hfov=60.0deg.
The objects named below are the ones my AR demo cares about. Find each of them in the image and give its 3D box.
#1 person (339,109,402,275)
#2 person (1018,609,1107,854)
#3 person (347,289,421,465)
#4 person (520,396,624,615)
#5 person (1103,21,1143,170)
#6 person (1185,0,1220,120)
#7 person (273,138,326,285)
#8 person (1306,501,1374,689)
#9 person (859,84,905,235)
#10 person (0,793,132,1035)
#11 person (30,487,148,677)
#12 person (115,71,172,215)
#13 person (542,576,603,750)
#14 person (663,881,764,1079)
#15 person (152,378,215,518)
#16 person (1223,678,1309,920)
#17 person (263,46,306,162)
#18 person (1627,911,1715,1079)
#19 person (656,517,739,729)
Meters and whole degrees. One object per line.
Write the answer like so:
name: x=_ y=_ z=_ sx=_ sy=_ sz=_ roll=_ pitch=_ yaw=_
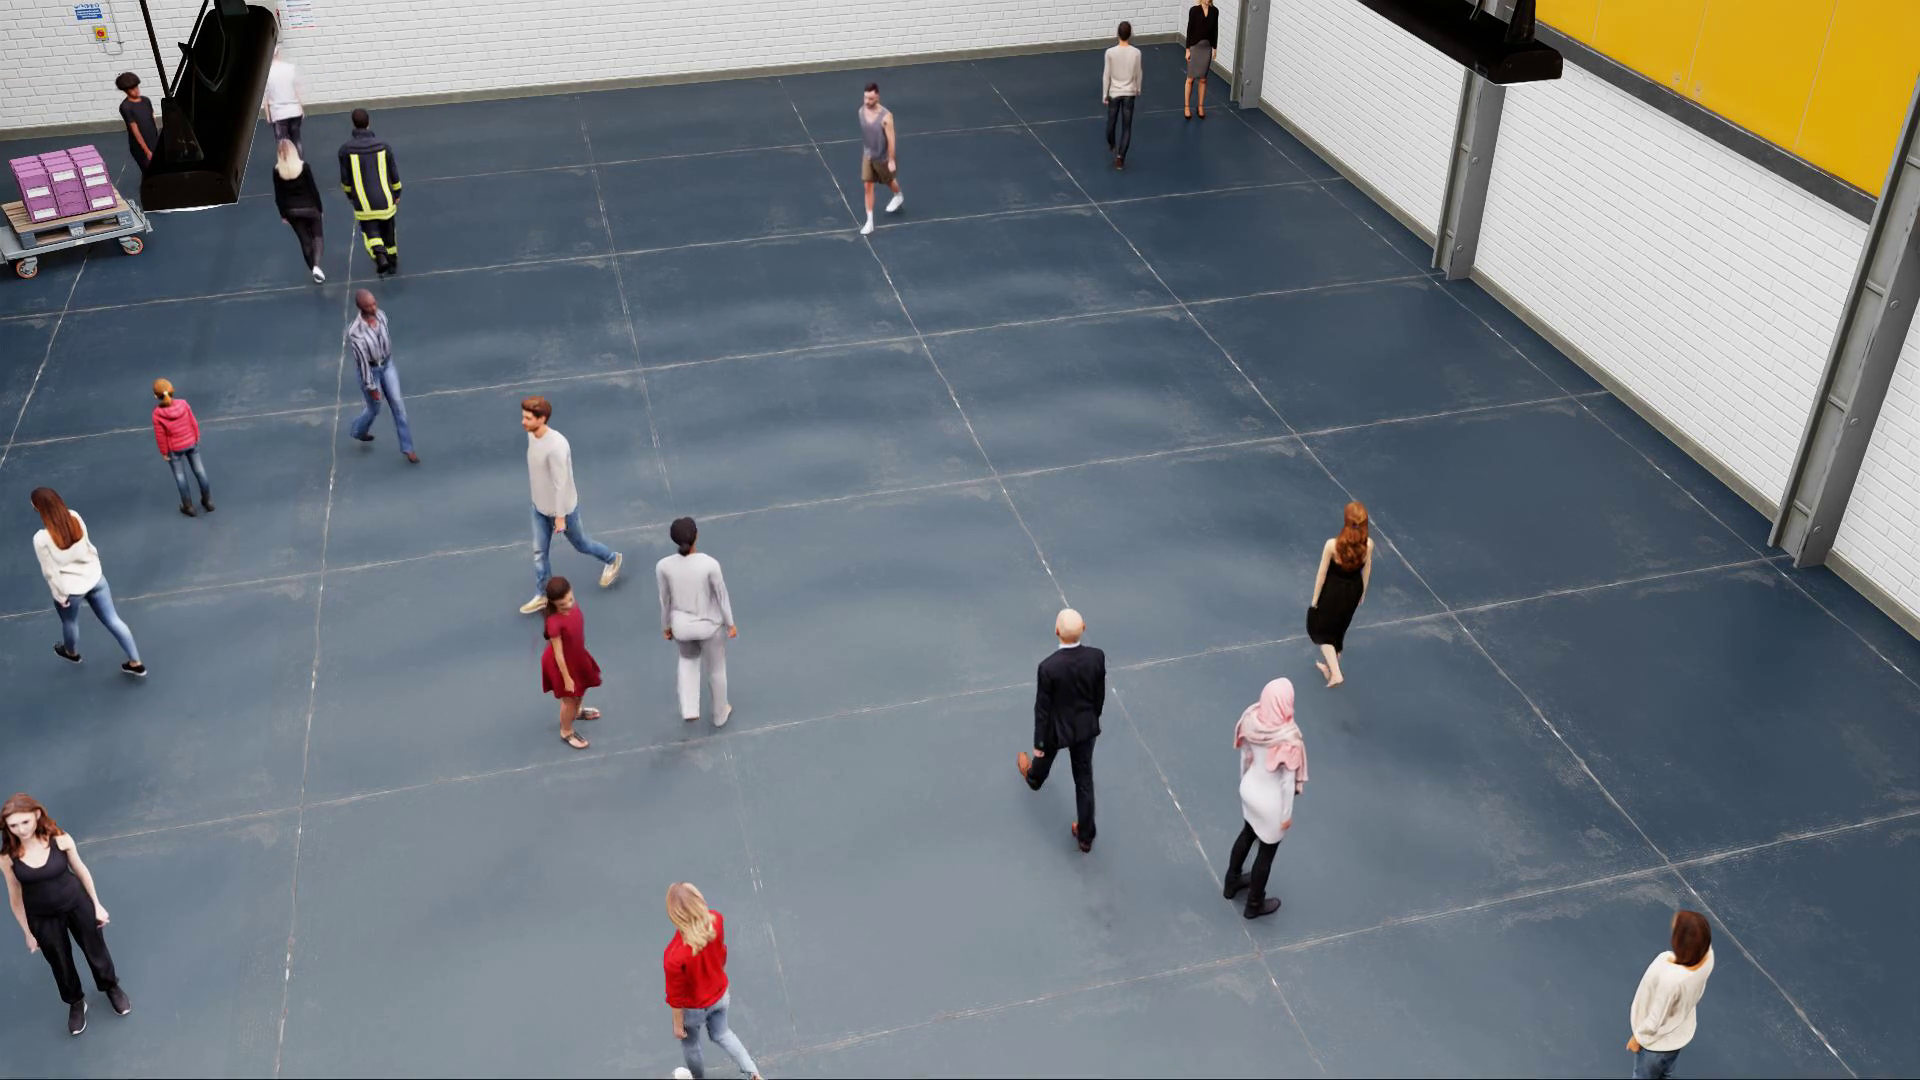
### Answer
person: x=-6.538 y=-3.822 z=18.532 sx=0.876 sy=1.912 sz=0.964 roll=-14 pitch=36 yaw=-20
person: x=0.751 y=1.294 z=10.976 sx=0.793 sy=1.755 sz=1.195 roll=-11 pitch=35 yaw=-17
person: x=-5.385 y=-1.500 z=15.186 sx=1.099 sy=1.749 sz=1.028 roll=15 pitch=36 yaw=21
person: x=-3.145 y=-0.309 z=13.284 sx=1.214 sy=1.871 sz=1.123 roll=28 pitch=42 yaw=35
person: x=2.092 y=-5.688 z=21.411 sx=0.919 sy=1.832 sz=1.183 roll=4 pitch=34 yaw=6
person: x=3.307 y=-6.726 z=22.964 sx=0.609 sy=1.843 sz=0.556 roll=-6 pitch=34 yaw=-9
person: x=-7.265 y=-3.574 z=18.375 sx=0.619 sy=1.673 sz=0.697 roll=-9 pitch=35 yaw=-13
person: x=2.846 y=0.466 z=12.354 sx=0.571 sy=1.610 sz=0.750 roll=-7 pitch=34 yaw=-11
person: x=-0.939 y=-4.599 z=19.789 sx=1.162 sy=1.779 sz=1.309 roll=15 pitch=36 yaw=21
person: x=-5.245 y=2.148 z=9.700 sx=0.647 sy=1.746 sz=0.608 roll=-20 pitch=38 yaw=-27
person: x=-6.548 y=0.348 z=12.496 sx=1.132 sy=1.650 sz=1.076 roll=17 pitch=37 yaw=23
person: x=-9.914 y=-4.800 z=20.145 sx=0.886 sy=1.755 sz=0.836 roll=12 pitch=35 yaw=17
person: x=-2.833 y=0.840 z=11.871 sx=0.844 sy=1.522 sz=0.743 roll=-1 pitch=34 yaw=-1
person: x=-1.366 y=2.566 z=9.125 sx=1.044 sy=1.687 sz=0.960 roll=20 pitch=38 yaw=27
person: x=-6.784 y=-0.817 z=14.551 sx=0.611 sy=1.313 sz=0.642 roll=-27 pitch=42 yaw=-34
person: x=1.904 y=1.627 z=10.439 sx=0.759 sy=1.797 sz=0.626 roll=-21 pitch=39 yaw=-28
person: x=-8.417 y=-5.305 z=20.854 sx=0.921 sy=1.812 sz=1.080 roll=-27 pitch=42 yaw=-34
person: x=3.826 y=2.643 z=9.017 sx=0.696 sy=1.677 sz=0.690 roll=-26 pitch=41 yaw=-33
person: x=-1.926 y=0.661 z=11.964 sx=0.819 sy=1.717 sz=0.865 roll=8 pitch=34 yaw=12
